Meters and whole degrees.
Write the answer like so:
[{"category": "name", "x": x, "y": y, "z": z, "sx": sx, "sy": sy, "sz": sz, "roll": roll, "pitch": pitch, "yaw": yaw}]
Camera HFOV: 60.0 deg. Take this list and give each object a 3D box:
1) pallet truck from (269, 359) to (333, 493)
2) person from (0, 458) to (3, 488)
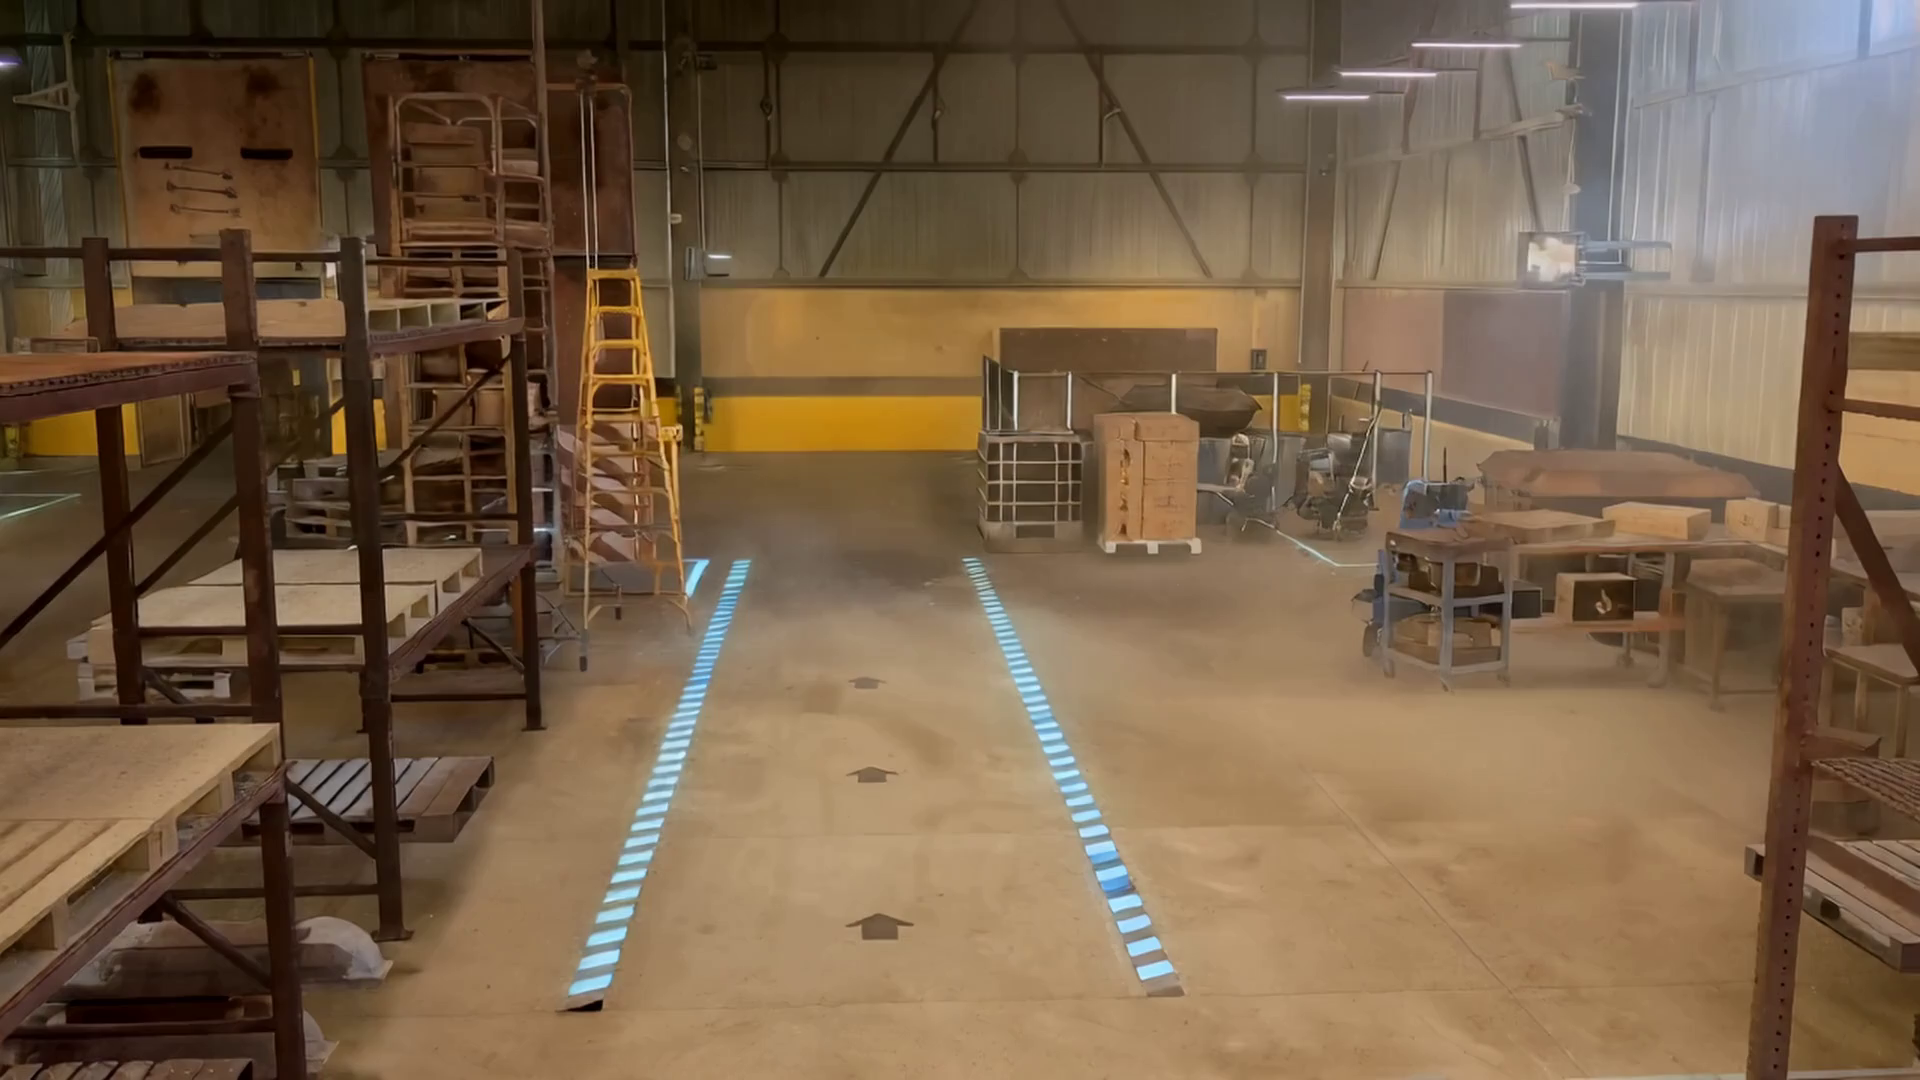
[{"category": "pallet truck", "x": -7.062, "y": -1.131, "z": 18.996, "sx": 1.885, "sy": 1.965, "sz": 0.823, "roll": 2, "pitch": 9, "yaw": 13}, {"category": "person", "x": -13.199, "y": -1.644, "z": 22.442, "sx": 0.544, "sy": 1.929, "sz": 0.386, "roll": 8, "pitch": 12, "yaw": 40}]
